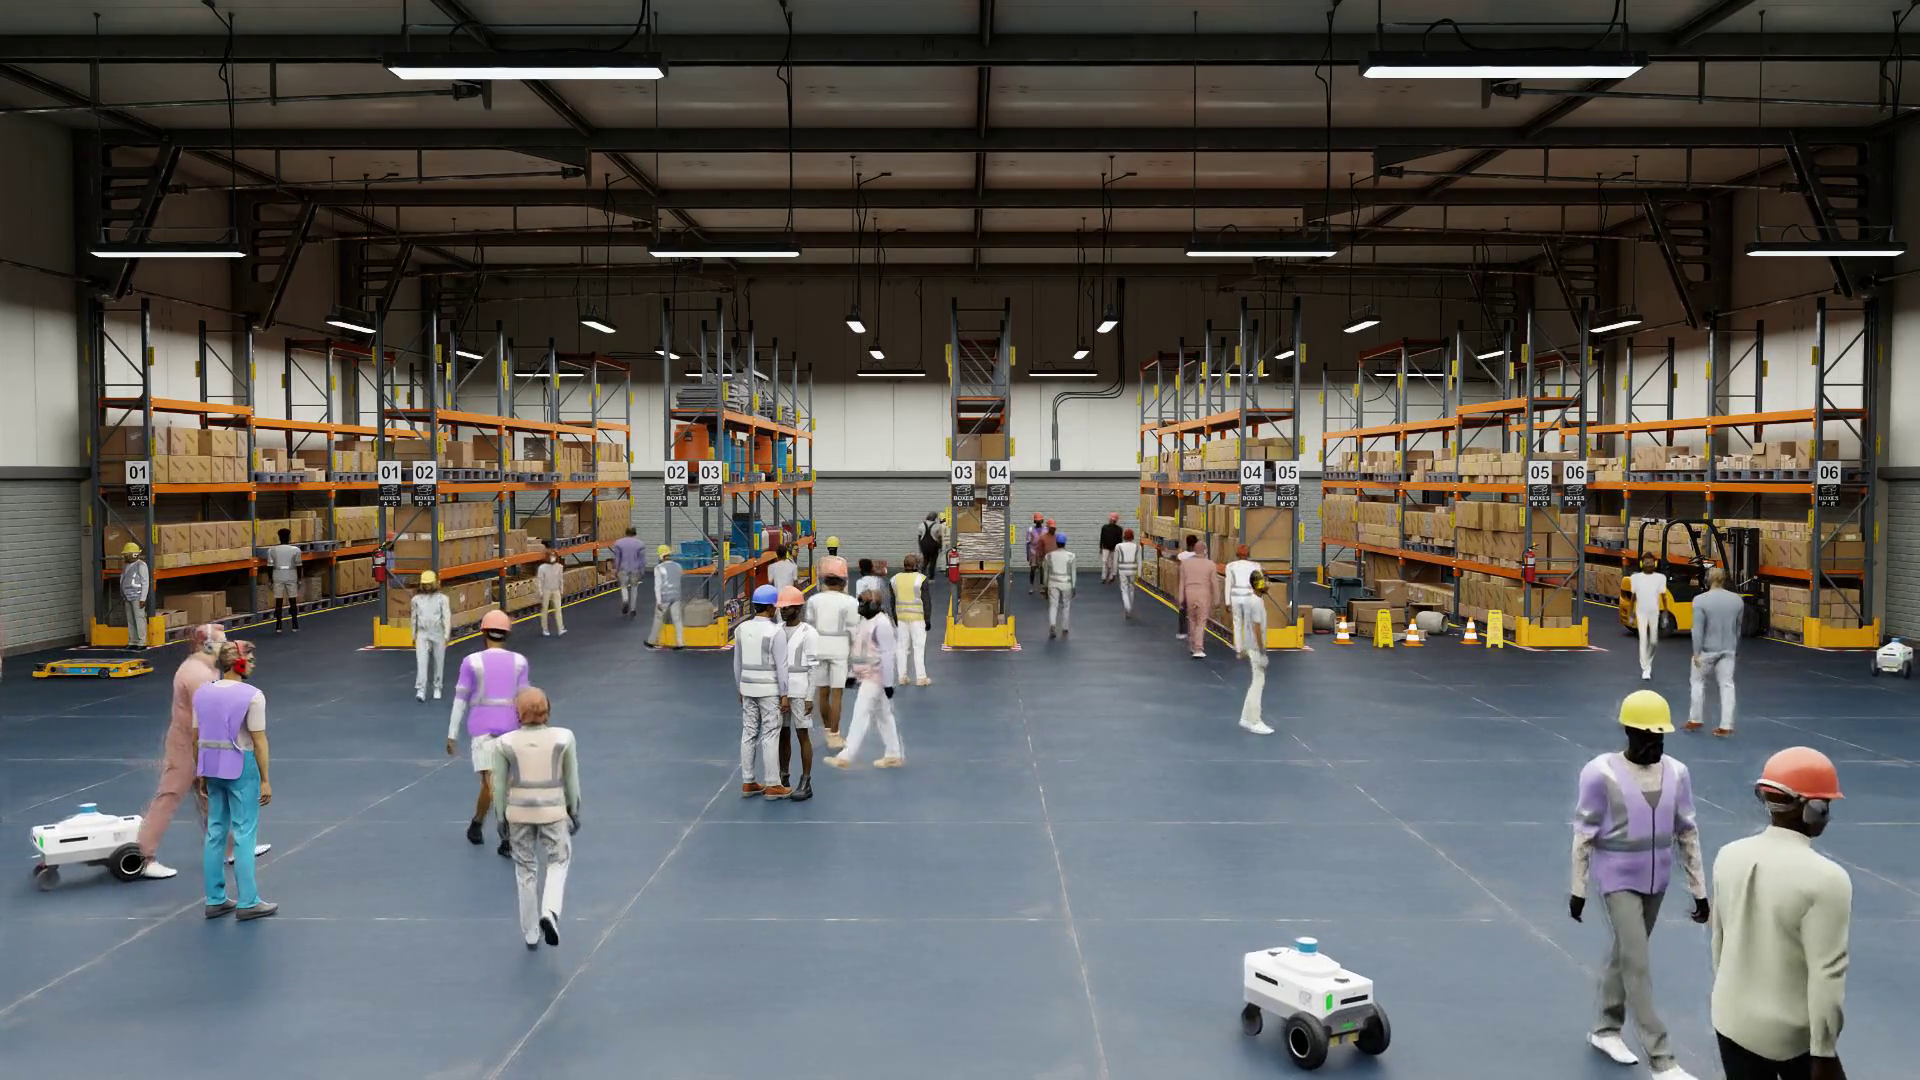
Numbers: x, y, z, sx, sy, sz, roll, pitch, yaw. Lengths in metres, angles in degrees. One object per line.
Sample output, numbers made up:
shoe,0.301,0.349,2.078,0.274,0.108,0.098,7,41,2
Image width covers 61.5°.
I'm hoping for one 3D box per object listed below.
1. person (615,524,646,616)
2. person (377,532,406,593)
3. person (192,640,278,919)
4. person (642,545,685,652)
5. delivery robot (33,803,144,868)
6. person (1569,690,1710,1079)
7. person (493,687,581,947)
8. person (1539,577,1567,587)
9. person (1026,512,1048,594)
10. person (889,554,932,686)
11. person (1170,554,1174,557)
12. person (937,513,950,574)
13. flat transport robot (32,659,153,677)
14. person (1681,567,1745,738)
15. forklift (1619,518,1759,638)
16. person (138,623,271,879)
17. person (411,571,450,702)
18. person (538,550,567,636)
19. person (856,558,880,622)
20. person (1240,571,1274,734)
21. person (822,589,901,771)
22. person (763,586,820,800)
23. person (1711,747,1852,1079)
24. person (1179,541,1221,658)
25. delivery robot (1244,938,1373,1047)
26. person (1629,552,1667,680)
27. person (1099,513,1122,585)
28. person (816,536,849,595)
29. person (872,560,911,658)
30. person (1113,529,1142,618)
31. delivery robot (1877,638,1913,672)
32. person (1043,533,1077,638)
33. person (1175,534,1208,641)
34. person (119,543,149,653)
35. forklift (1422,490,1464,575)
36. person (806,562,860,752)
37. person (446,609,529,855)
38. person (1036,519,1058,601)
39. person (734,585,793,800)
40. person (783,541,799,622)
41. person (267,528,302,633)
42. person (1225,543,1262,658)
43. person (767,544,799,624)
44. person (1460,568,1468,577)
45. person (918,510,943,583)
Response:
person,-6.932,0.630,33.983,0.648,1.920,0.442,0,2,-10
person,-10.756,0.787,30.523,0.565,1.883,0.984,0,2,-6
person,-4.863,1.591,10.773,0.571,1.840,0.373,1,2,18
person,-4.937,0.978,27.022,0.946,1.779,0.597,2,3,44
delivery robot,-6.331,2.163,11.741,0.707,0.478,0.477,-2,3,-36
person,3.367,1.683,7.839,0.616,1.884,0.926,-1,2,-17
person,-2.621,1.727,9.985,0.537,1.622,0.482,0,2,-10
person,11.603,0.859,31.556,0.541,1.657,0.857,0,2,2
person,1.957,0.323,40.233,0.614,2.043,0.392,0,2,-3
person,-0.675,1.118,22.732,0.625,1.844,0.429,1,3,25
person,5.919,0.292,44.513,0.365,1.750,0.552,0,2,1
person,-0.512,0.094,48.586,0.404,1.830,0.602,1,3,25
flat transport robot,-12.715,1.874,23.691,1.431,0.197,0.652,0,2,0
person,8.540,1.259,18.348,0.647,1.908,0.820,0,2,-5
forklift,13.417,0.684,29.791,2.313,2.155,1.214,0,2,0
person,-5.652,1.546,11.952,0.972,1.846,0.655,-1,3,-26
person,-6.883,1.258,20.983,0.505,1.692,0.924,-1,2,-13
person,-7.445,0.970,29.469,0.525,1.583,0.844,-2,3,-36
person,-1.386,1.114,24.968,0.528,1.674,0.537,2,3,33
person,3.417,1.285,18.618,0.317,1.847,0.660,0,2,0
person,-0.987,1.399,16.155,0.914,1.803,0.632,-1,2,-14
person,-1.543,1.387,14.737,0.544,1.939,0.354,1,3,32
person,2.906,1.726,5.723,0.534,1.969,0.651,-1,2,-16
person,3.946,0.960,26.249,0.661,1.875,0.829,1,3,32
delivery robot,1.787,2.298,8.319,0.477,0.478,0.707,-1,2,-29
person,10.058,1.082,23.610,0.518,1.851,0.771,1,2,17
person,4.051,0.244,43.529,0.636,1.932,1.016,0,2,12
person,-2.122,0.904,26.993,0.594,1.928,0.361,1,3,25
person,-1.231,1.117,25.828,0.822,1.588,0.509,0,2,9
person,3.489,0.687,33.507,0.580,1.848,0.933,0,2,-6
delivery robot,13.728,1.687,23.705,0.477,0.478,0.707,2,3,42
person,1.812,0.822,29.439,0.618,1.910,0.980,0,2,10
person,4.122,0.845,28.842,0.612,1.894,0.724,0,2,-10
person,-13.777,0.956,26.906,0.600,1.829,0.404,1,3,33
forklift,13.926,-0.371,47.846,1.873,2.768,1.129,0,2,0
person,-1.346,1.250,17.543,0.640,2.012,0.744,1,2,18
person,-3.676,1.498,12.746,0.627,1.885,0.975,-2,3,-36
person,2.099,0.488,37.536,0.600,1.934,1.056,-1,2,-16
person,-1.793,1.381,14.778,0.614,1.945,0.400,2,3,35
person,-2.874,0.934,27.293,0.327,1.844,0.514,0,2,-4
person,-12.707,0.753,30.379,0.608,1.962,0.369,-1,2,-22
person,4.532,0.978,25.862,0.593,1.864,0.682,0,2,12
person,-2.871,0.984,26.088,0.515,1.847,0.714,0,2,5
person,12.442,0.412,39.628,0.571,1.916,0.584,0,2,-11
person,-0.785,0.185,44.270,0.698,2.000,0.542,1,2,22
